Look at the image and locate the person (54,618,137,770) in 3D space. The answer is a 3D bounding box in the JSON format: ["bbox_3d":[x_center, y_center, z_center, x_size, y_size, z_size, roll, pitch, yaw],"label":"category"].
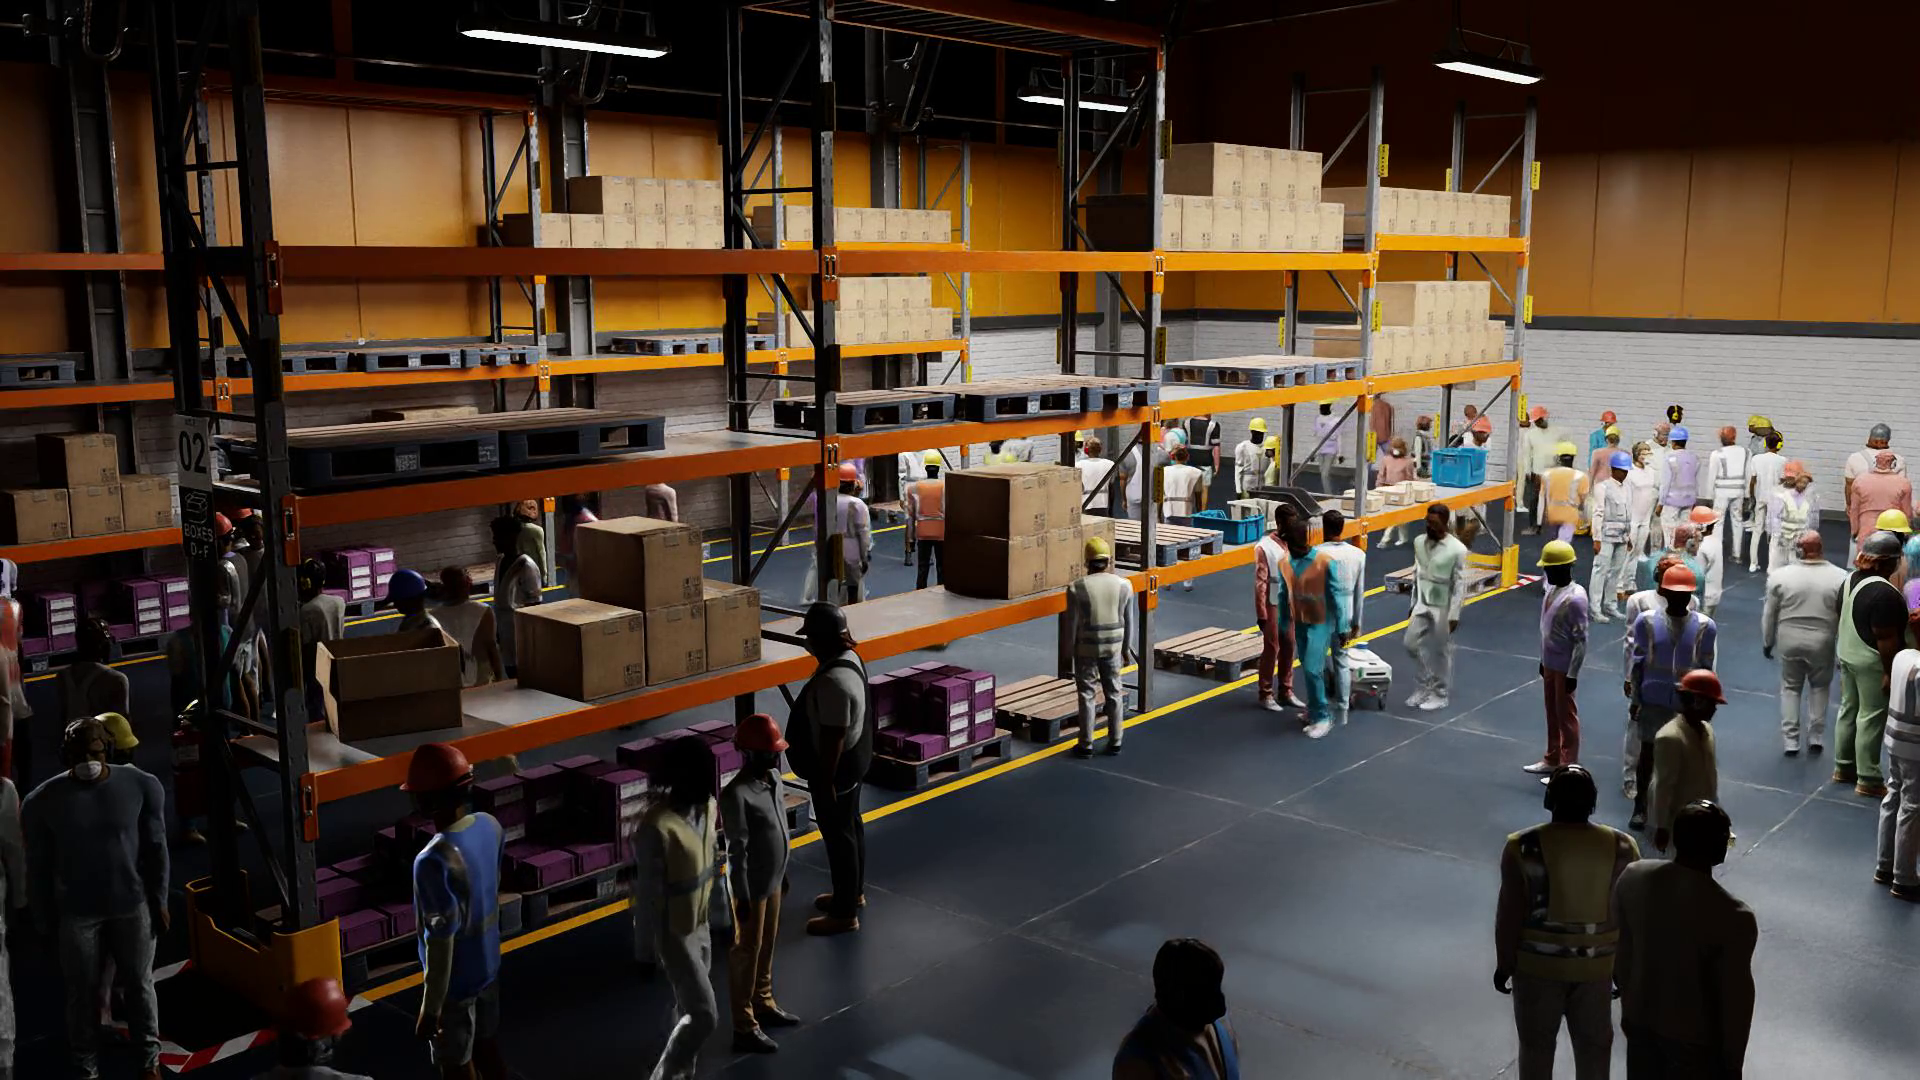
[{"bbox_3d":[-5.442,1.402,10.528,0.503,1.839,0.342,2,10,13],"label":"person"}]

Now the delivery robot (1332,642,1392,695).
[{"bbox_3d":[3.711,1.183,15.367,0.477,0.478,0.707,-1,10,-8],"label":"delivery robot"}]

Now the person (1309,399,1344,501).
[{"bbox_3d":[6.012,-1.465,27.425,0.570,1.904,0.610,-7,12,-37],"label":"person"}]

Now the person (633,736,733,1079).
[{"bbox_3d":[-1.281,1.828,7.800,0.464,1.897,0.607,3,10,17],"label":"person"}]

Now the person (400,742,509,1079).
[{"bbox_3d":[-2.187,1.862,7.170,0.392,2.039,0.614,2,10,9],"label":"person"}]

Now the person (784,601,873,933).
[{"bbox_3d":[-0.805,1.357,10.186,0.536,2.000,0.683,0,10,3],"label":"person"}]

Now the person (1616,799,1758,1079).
[{"bbox_3d":[2.918,1.990,6.758,0.367,1.932,0.623,-5,11,-29],"label":"person"}]

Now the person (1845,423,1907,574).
[{"bbox_3d":[11.579,-0.467,21.072,0.684,2.000,0.538,6,11,32],"label":"person"}]

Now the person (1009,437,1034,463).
[{"bbox_3d":[0.889,-0.939,24.778,0.483,1.745,0.301,-9,13,-43],"label":"person"}]

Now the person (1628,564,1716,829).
[{"bbox_3d":[5.061,1.126,11.855,0.547,1.942,0.350,4,10,20],"label":"person"}]

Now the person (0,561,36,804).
[{"bbox_3d":[-7.289,1.046,12.407,0.939,1.921,0.619,4,10,24],"label":"person"}]

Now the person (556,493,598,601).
[{"bbox_3d":[-3.821,0.342,16.951,0.570,1.803,0.644,-8,12,-39],"label":"person"}]

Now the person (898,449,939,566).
[{"bbox_3d":[-0.549,-0.604,22.237,0.546,1.928,0.387,-1,10,-7],"label":"person"}]

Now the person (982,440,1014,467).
[{"bbox_3d":[0.544,-0.739,23.826,0.849,1.653,0.530,-9,13,-43],"label":"person"}]

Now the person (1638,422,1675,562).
[{"bbox_3d":[9.465,-0.650,22.589,0.636,1.902,0.406,-3,10,-19],"label":"person"}]

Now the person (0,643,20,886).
[{"bbox_3d":[-6.365,1.275,10.812,0.610,1.993,0.380,7,12,37],"label":"person"}]

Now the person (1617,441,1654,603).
[{"bbox_3d":[8.075,-0.223,19.920,0.633,1.938,0.356,-7,12,-35],"label":"person"}]

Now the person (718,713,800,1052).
[{"bbox_3d":[-1.037,1.755,8.663,0.325,1.752,0.559,3,10,16],"label":"person"}]

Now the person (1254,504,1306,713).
[{"bbox_3d":[2.899,0.606,15.083,0.599,1.906,0.410,-7,12,-36],"label":"person"}]

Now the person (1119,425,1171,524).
[{"bbox_3d":[2.428,-0.547,21.551,0.688,2.000,0.536,4,10,21],"label":"person"}]

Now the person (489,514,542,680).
[{"bbox_3d":[-3.751,0.750,14.033,0.362,1.962,0.613,-9,13,-41],"label":"person"}]

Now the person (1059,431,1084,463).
[{"bbox_3d":[1.590,-0.682,23.248,0.299,1.742,0.493,9,13,42],"label":"person"}]

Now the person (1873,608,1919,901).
[{"bbox_3d":[6.124,1.358,10.646,0.355,1.884,0.575,1,10,8],"label":"person"}]

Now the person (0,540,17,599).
[{"bbox_3d":[-8.700,0.725,14.972,0.318,1.700,0.535,2,10,10],"label":"person"}]

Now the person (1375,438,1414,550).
[{"bbox_3d":[6.176,-0.657,23.579,0.903,1.581,0.503,-8,13,-40],"label":"person"}]

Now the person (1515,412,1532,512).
[{"bbox_3d":[9.132,-1.271,27.085,0.278,1.634,0.498,-3,10,-17],"label":"person"}]

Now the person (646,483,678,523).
[{"bbox_3d":[-3.504,-0.096,19.695,0.527,1.760,0.339,9,13,41],"label":"person"}]

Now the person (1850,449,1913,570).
[{"bbox_3d":[10.683,-0.105,19.311,0.643,1.909,0.410,7,12,37],"label":"person"}]

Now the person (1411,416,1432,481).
[{"bbox_3d":[7.305,-1.150,26.402,0.334,1.626,0.580,4,10,24],"label":"person"}]

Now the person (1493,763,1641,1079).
[{"bbox_3d":[2.709,1.907,7.497,0.623,1.844,0.430,0,10,3],"label":"person"}]

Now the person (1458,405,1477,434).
[{"bbox_3d":[8.701,-1.492,28.398,0.514,1.636,0.315,-4,10,-24],"label":"person"}]

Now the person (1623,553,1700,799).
[{"bbox_3d":[5.302,1.029,12.602,0.573,1.887,0.355,-1,10,-5],"label":"person"}]

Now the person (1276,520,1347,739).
[{"bbox_3d":[2.986,0.754,14.292,0.592,1.870,0.651,-8,12,-39],"label":"person"}]

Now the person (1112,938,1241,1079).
[{"bbox_3d":[0.758,2.222,5.617,0.429,1.844,0.625,6,11,31],"label":"person"}]

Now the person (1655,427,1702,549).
[{"bbox_3d":[9.267,-0.494,21.516,0.615,1.943,0.409,-3,10,-19],"label":"person"}]

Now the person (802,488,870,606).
[{"bbox_3d":[-1.513,-0.015,19.709,0.848,1.593,0.517,-7,12,-35],"label":"person"}]

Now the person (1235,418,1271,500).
[{"bbox_3d":[4.081,-0.743,23.091,0.587,1.919,0.400,-5,11,-26],"label":"person"}]

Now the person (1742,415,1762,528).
[{"bbox_3d":[12.162,-1.051,25.484,0.319,1.737,0.486,3,10,17],"label":"person"}]

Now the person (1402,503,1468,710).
[{"bbox_3d":[4.266,0.610,15.033,0.538,1.904,0.619,-6,11,-33],"label":"person"}]

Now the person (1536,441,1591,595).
[{"bbox_3d":[7.349,-0.258,20.342,0.927,1.888,0.614,-9,13,-43],"label":"person"}]

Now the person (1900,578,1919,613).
[{"bbox_3d":[7.665,0.951,13.053,0.437,1.907,0.727,-3,10,-19],"label":"person"}]

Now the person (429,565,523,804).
[{"bbox_3d":[-3.643,1.075,12.616,0.647,1.792,0.679,4,10,22],"label":"person"}]
